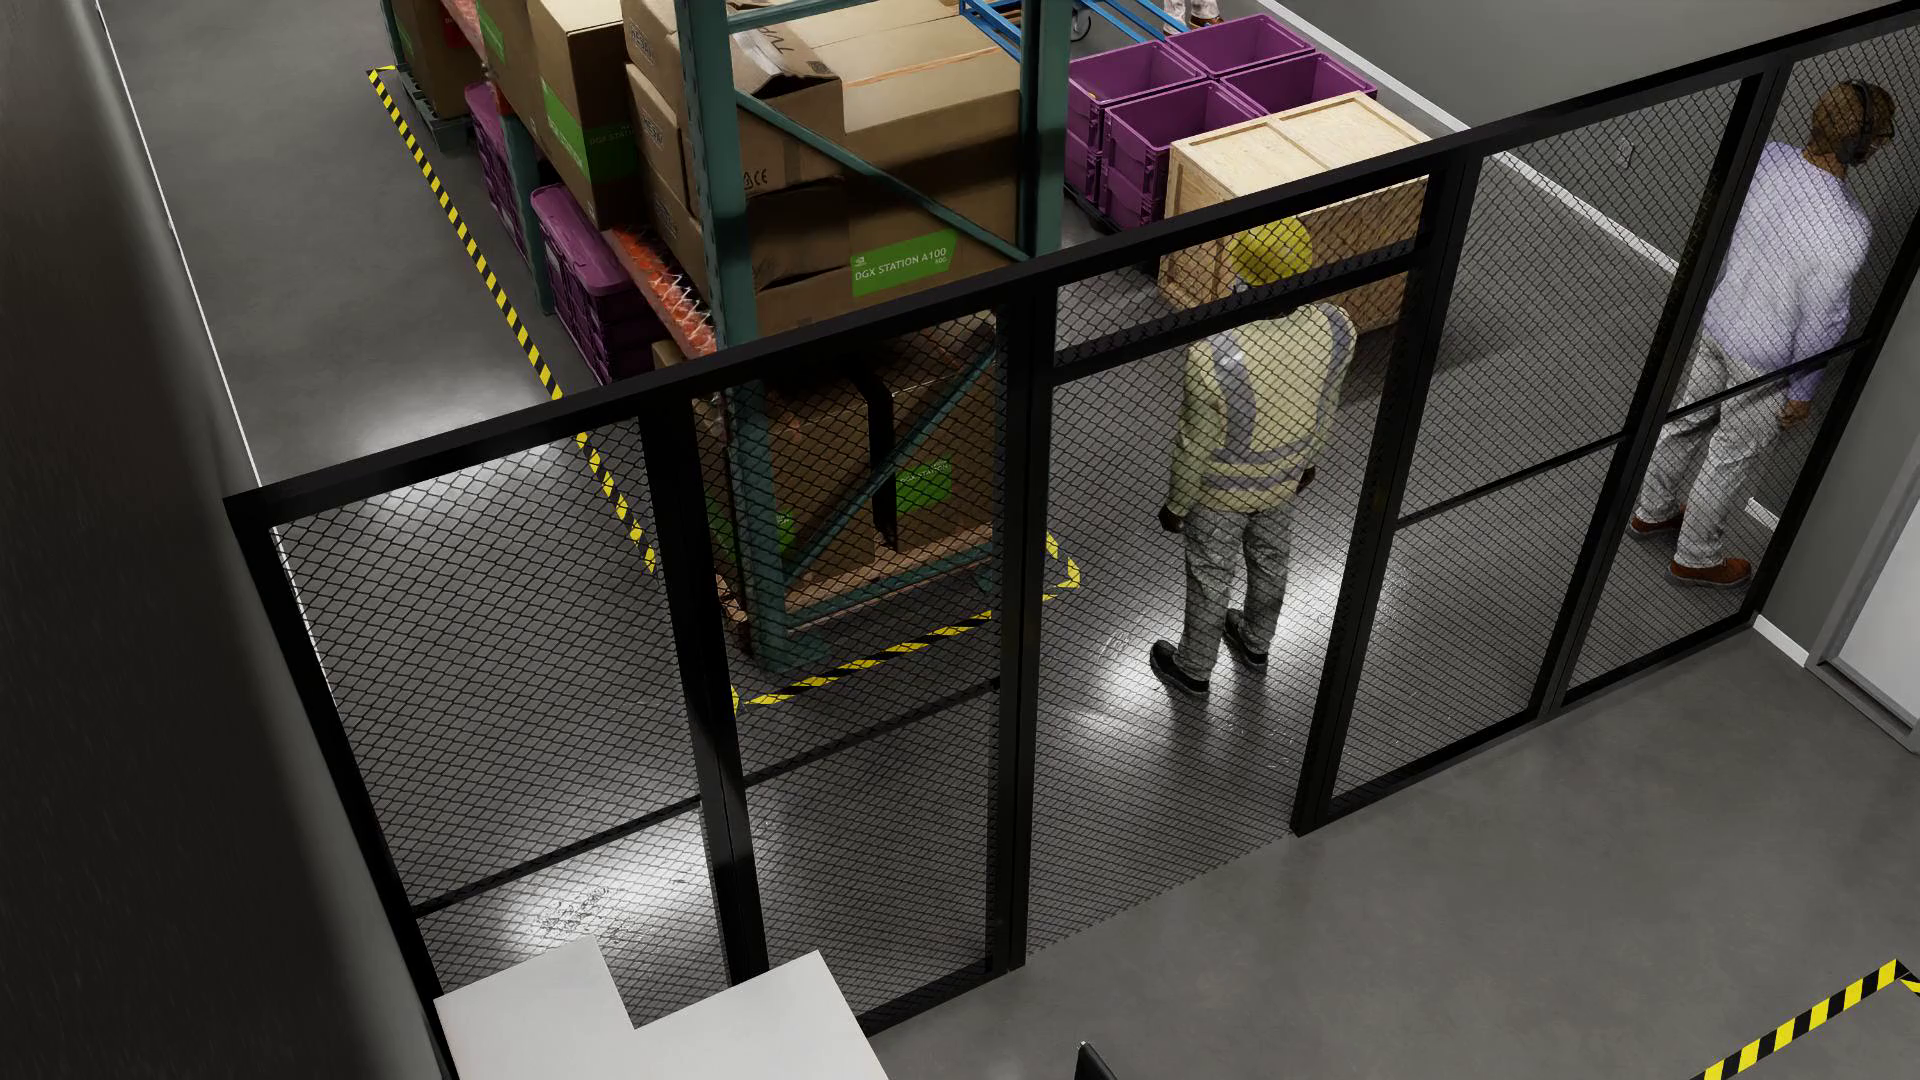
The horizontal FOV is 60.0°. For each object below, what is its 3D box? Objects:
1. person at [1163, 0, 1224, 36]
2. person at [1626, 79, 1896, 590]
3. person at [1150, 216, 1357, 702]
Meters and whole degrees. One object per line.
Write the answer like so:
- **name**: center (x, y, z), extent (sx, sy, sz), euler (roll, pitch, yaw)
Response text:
- **person**: center (1.358, -3.576, 8.815), extent (0.608, 1.996, 0.382), euler (-33, 52, -31)
- **person**: center (2.725, -0.667, 5.676), extent (0.372, 1.940, 0.630), euler (-8, 43, -9)
- **person**: center (0.894, -0.231, 5.276), extent (0.598, 1.832, 0.404), euler (-20, 46, -20)
